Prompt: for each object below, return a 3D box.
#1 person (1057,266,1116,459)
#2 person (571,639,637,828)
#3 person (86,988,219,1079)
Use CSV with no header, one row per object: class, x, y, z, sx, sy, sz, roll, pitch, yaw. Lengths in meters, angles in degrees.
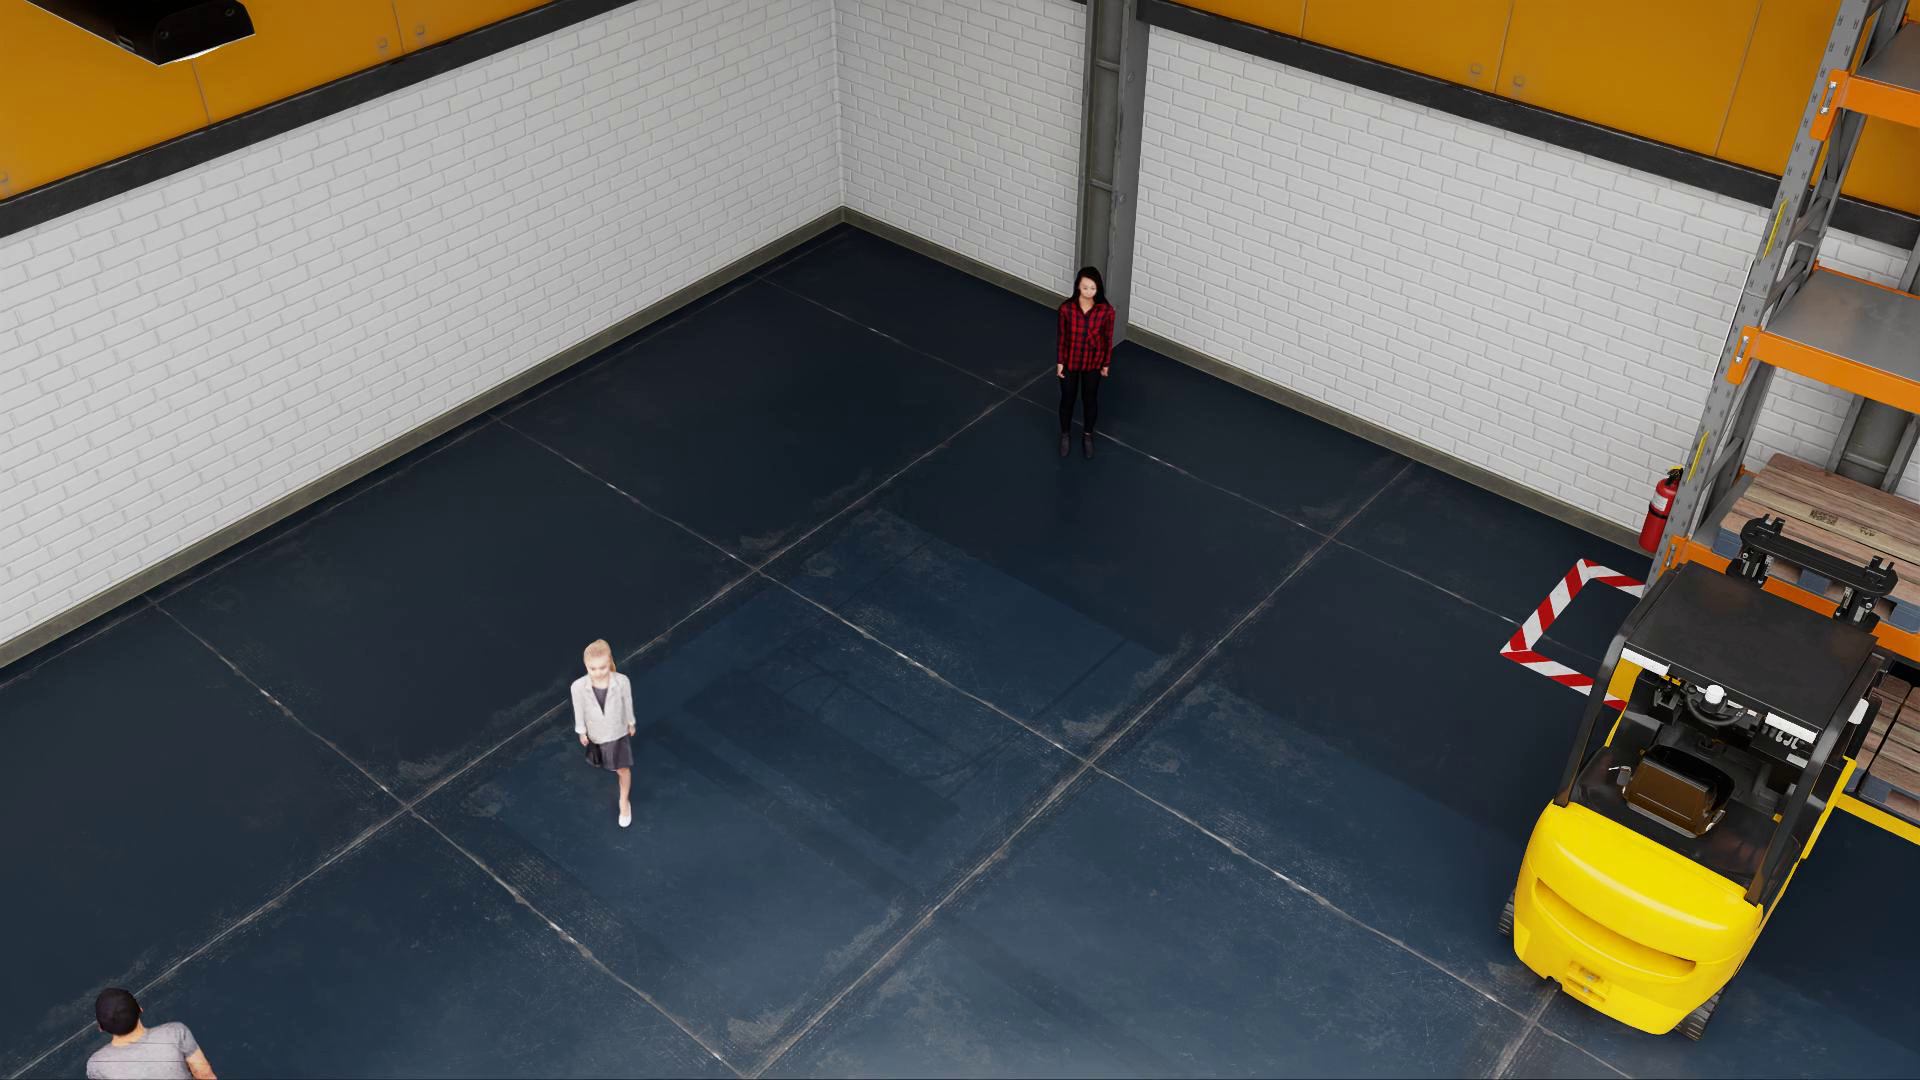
person,0.928,-1.373,12.718,0.630,1.652,0.717,2,39,2
person,-2.116,1.087,9.950,0.800,1.261,0.863,-4,39,-5
person,-3.548,2.692,7.554,0.663,1.744,0.672,-24,45,-27
